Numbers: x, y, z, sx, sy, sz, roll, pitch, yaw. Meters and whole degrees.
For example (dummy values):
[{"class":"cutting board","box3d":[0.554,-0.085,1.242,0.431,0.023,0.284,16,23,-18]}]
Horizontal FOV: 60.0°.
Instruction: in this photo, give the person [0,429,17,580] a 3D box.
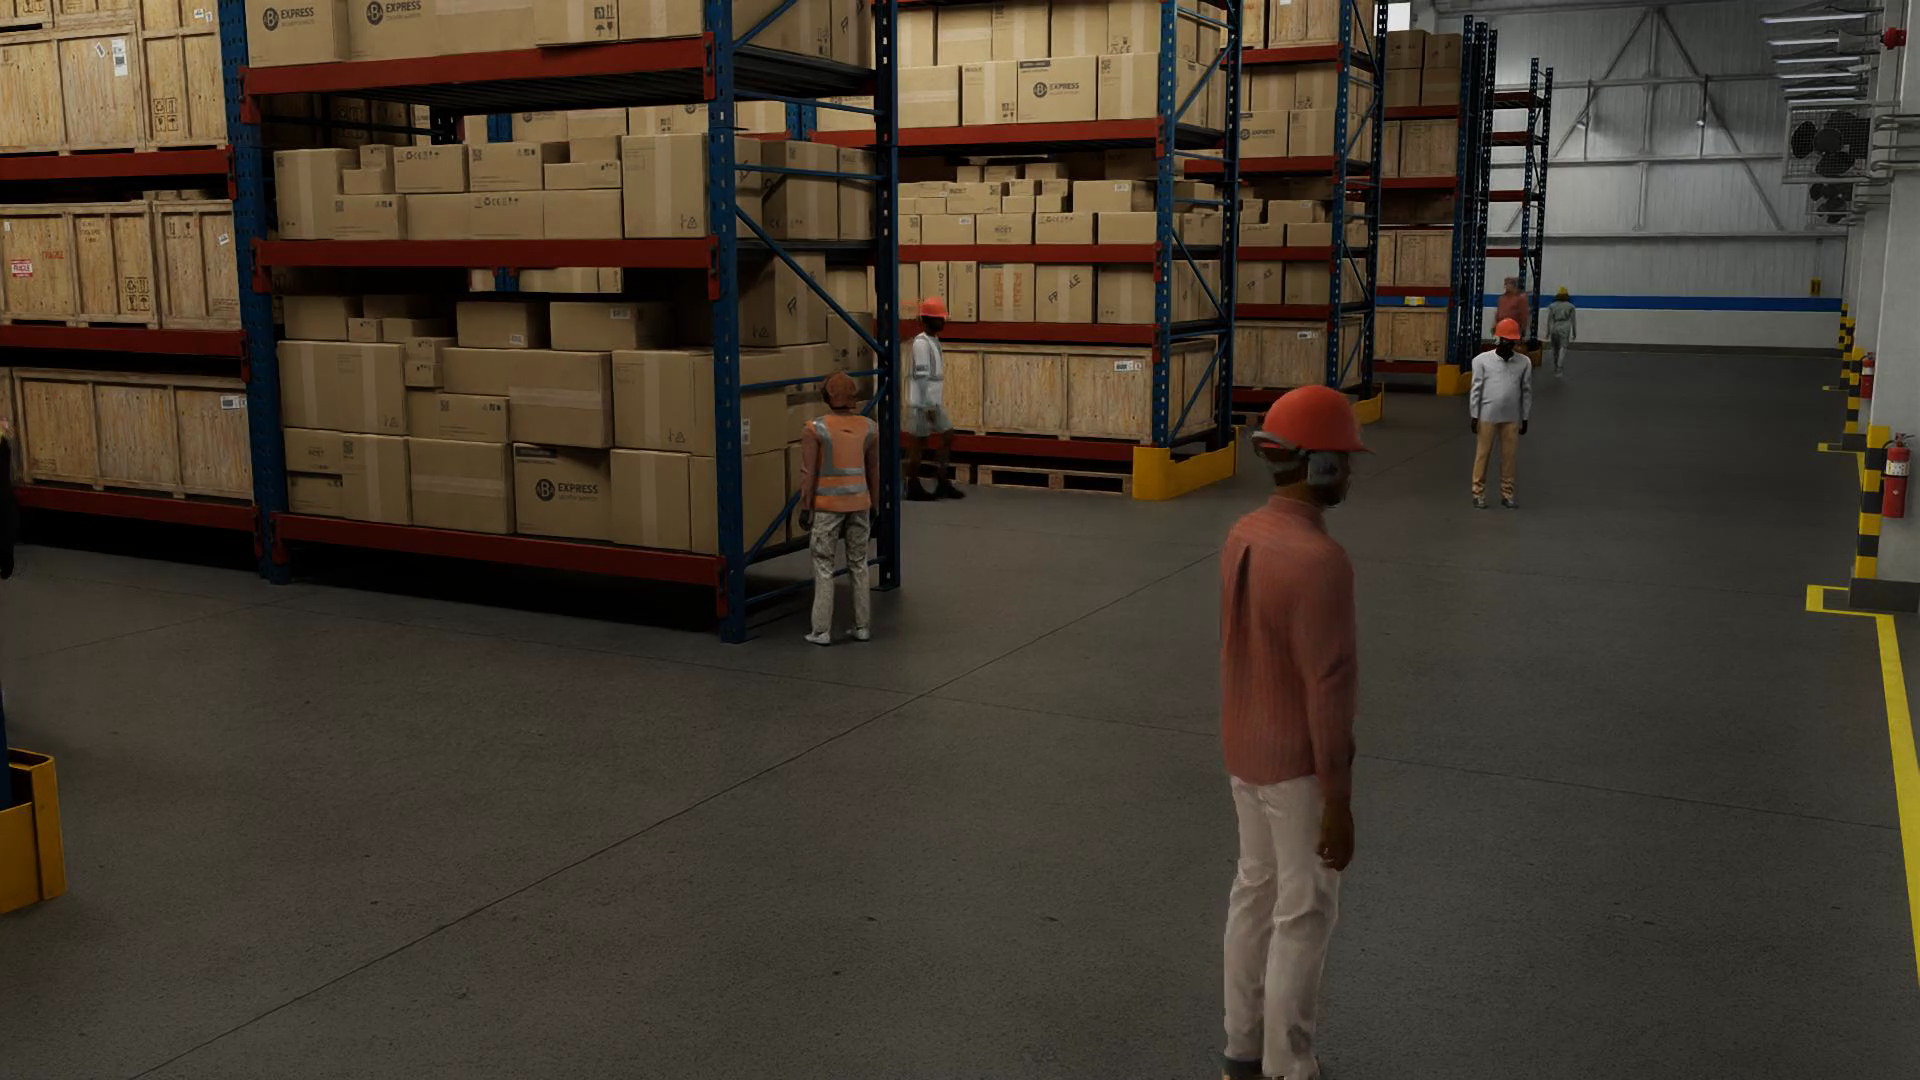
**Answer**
[{"class":"person","box3d":[-5.039,0.034,8.152,0.898,1.801,0.625,8,12,37]}]

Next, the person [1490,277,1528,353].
[{"class":"person","box3d":[10.374,-4.033,31.484,0.488,1.882,0.680,-6,11,-30]}]

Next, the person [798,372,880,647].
[{"class":"person","box3d":[-0.708,-0.181,9.918,0.526,1.628,0.313,-6,11,-29]}]

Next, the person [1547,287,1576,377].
[{"class":"person","box3d":[11.367,-3.923,31.426,0.515,1.678,0.955,5,11,29]}]

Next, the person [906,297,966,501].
[{"class":"person","box3d":[-0.204,-1.298,15.536,0.704,1.912,0.582,3,10,16]}]

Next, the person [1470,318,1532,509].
[{"class":"person","box3d":[4.930,-1.144,15.158,0.569,1.743,0.349,0,10,0]}]

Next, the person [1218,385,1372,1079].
[{"class":"person","box3d":[0.909,0.589,4.462,0.407,1.982,0.707,-3,10,-16]}]
